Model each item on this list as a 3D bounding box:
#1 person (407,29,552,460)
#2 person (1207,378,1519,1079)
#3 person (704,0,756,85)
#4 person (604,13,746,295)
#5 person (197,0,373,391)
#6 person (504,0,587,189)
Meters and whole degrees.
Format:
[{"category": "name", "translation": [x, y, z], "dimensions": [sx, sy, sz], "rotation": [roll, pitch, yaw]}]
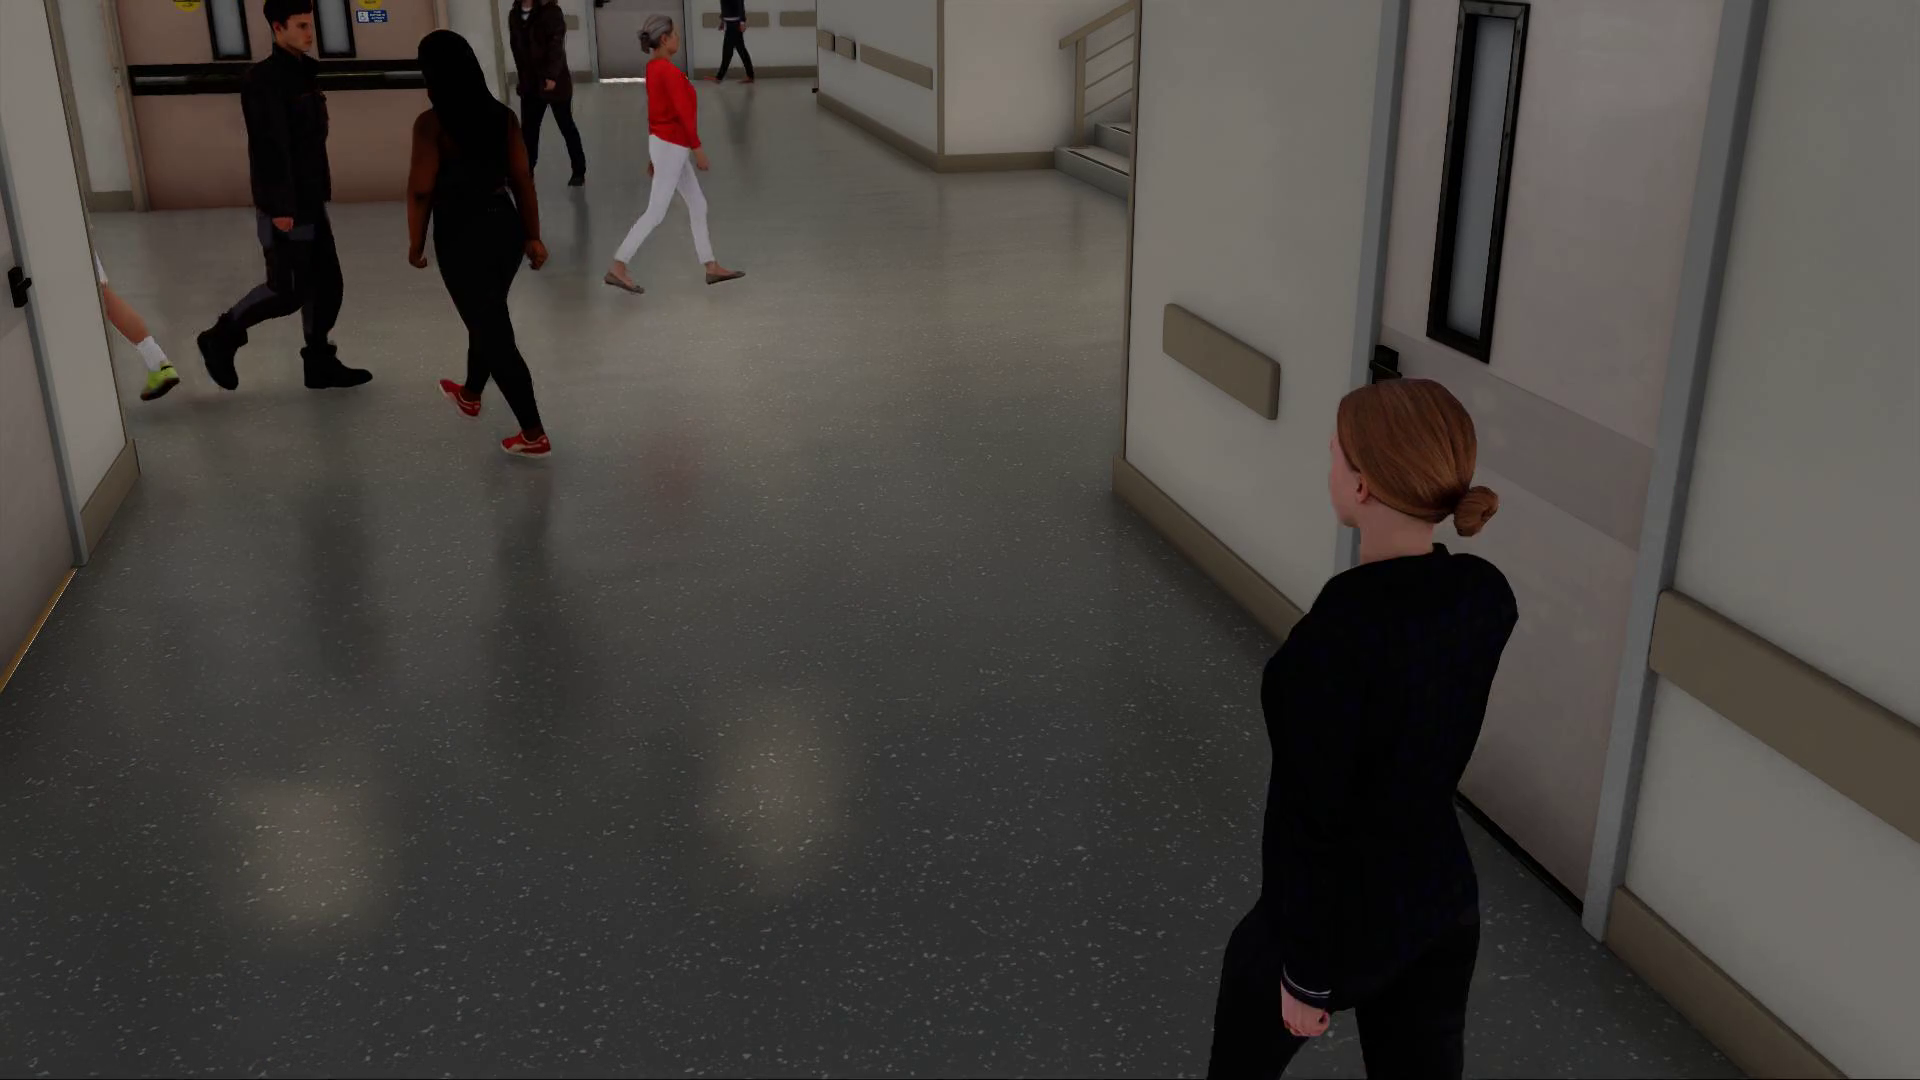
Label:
[{"category": "person", "translation": [-1.975, -1.194, 7.033], "dimensions": [1.169, 1.768, 1.180], "rotation": [16, 26, 35]}, {"category": "person", "translation": [0.654, 0.627, 2.416], "dimensions": [1.111, 1.634, 0.964], "rotation": [-15, 25, -34]}, {"category": "person", "translation": [-2.989, -7.062, 22.631], "dimensions": [1.015, 1.694, 0.723], "rotation": [-9, 22, -21]}, {"category": "person", "translation": [-1.840, -2.291, 10.098], "dimensions": [1.180, 1.648, 0.681], "rotation": [-9, 23, -23]}, {"category": "person", "translation": [-3.289, -1.625, 7.975], "dimensions": [1.038, 1.907, 0.826], "rotation": [-1, 21, -4]}, {"category": "person", "translation": [-3.400, -3.797, 13.894], "dimensions": [1.247, 1.776, 1.240], "rotation": [7, 22, 19]}]
